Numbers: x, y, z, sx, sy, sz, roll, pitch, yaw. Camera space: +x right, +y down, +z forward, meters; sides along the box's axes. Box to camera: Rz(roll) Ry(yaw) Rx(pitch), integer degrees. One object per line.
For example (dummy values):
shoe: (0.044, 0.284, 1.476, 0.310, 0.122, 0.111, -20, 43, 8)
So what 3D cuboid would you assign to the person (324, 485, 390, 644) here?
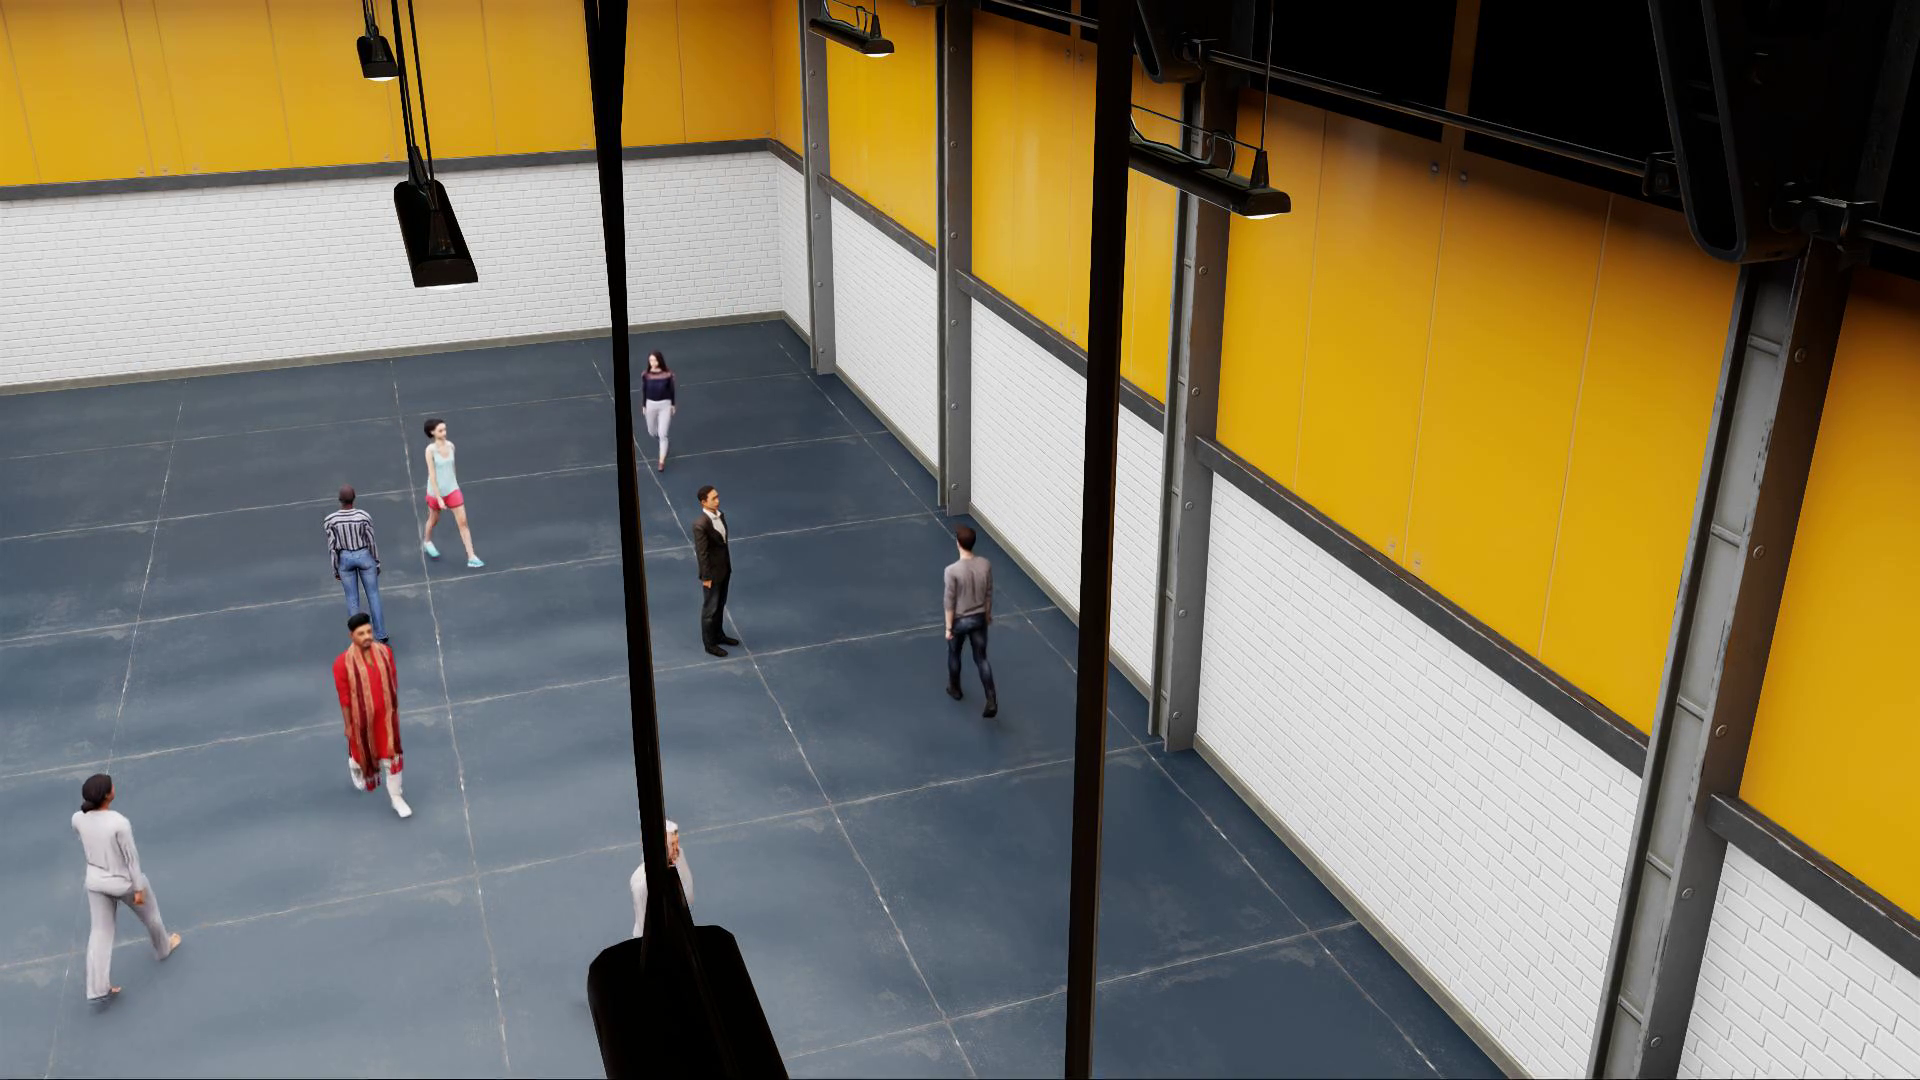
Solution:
person: (-6.151, 0.271, 16.970, 0.623, 1.795, 0.527, -7, 25, -16)

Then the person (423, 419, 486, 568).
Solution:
person: (-5.929, -0.524, 18.888, 1.284, 1.716, 1.029, 17, 29, 33)

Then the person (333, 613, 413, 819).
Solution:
person: (-5.061, 1.455, 14.173, 0.893, 1.866, 1.122, -18, 30, -36)

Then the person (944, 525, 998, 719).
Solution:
person: (0.126, 0.796, 15.668, 0.680, 1.876, 1.168, -8, 25, -18)

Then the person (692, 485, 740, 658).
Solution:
person: (-2.512, 0.287, 16.922, 0.807, 1.805, 0.706, 7, 25, 16)

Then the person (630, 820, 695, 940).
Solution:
person: (-2.087, 2.704, 11.318, 1.258, 1.865, 1.167, 12, 26, 26)

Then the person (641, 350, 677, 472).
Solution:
person: (-3.921, -1.720, 21.779, 0.815, 1.591, 0.988, 1, 24, 3)

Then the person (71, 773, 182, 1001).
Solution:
person: (-6.144, 2.503, 11.967, 0.987, 1.712, 1.217, 3, 24, 7)
